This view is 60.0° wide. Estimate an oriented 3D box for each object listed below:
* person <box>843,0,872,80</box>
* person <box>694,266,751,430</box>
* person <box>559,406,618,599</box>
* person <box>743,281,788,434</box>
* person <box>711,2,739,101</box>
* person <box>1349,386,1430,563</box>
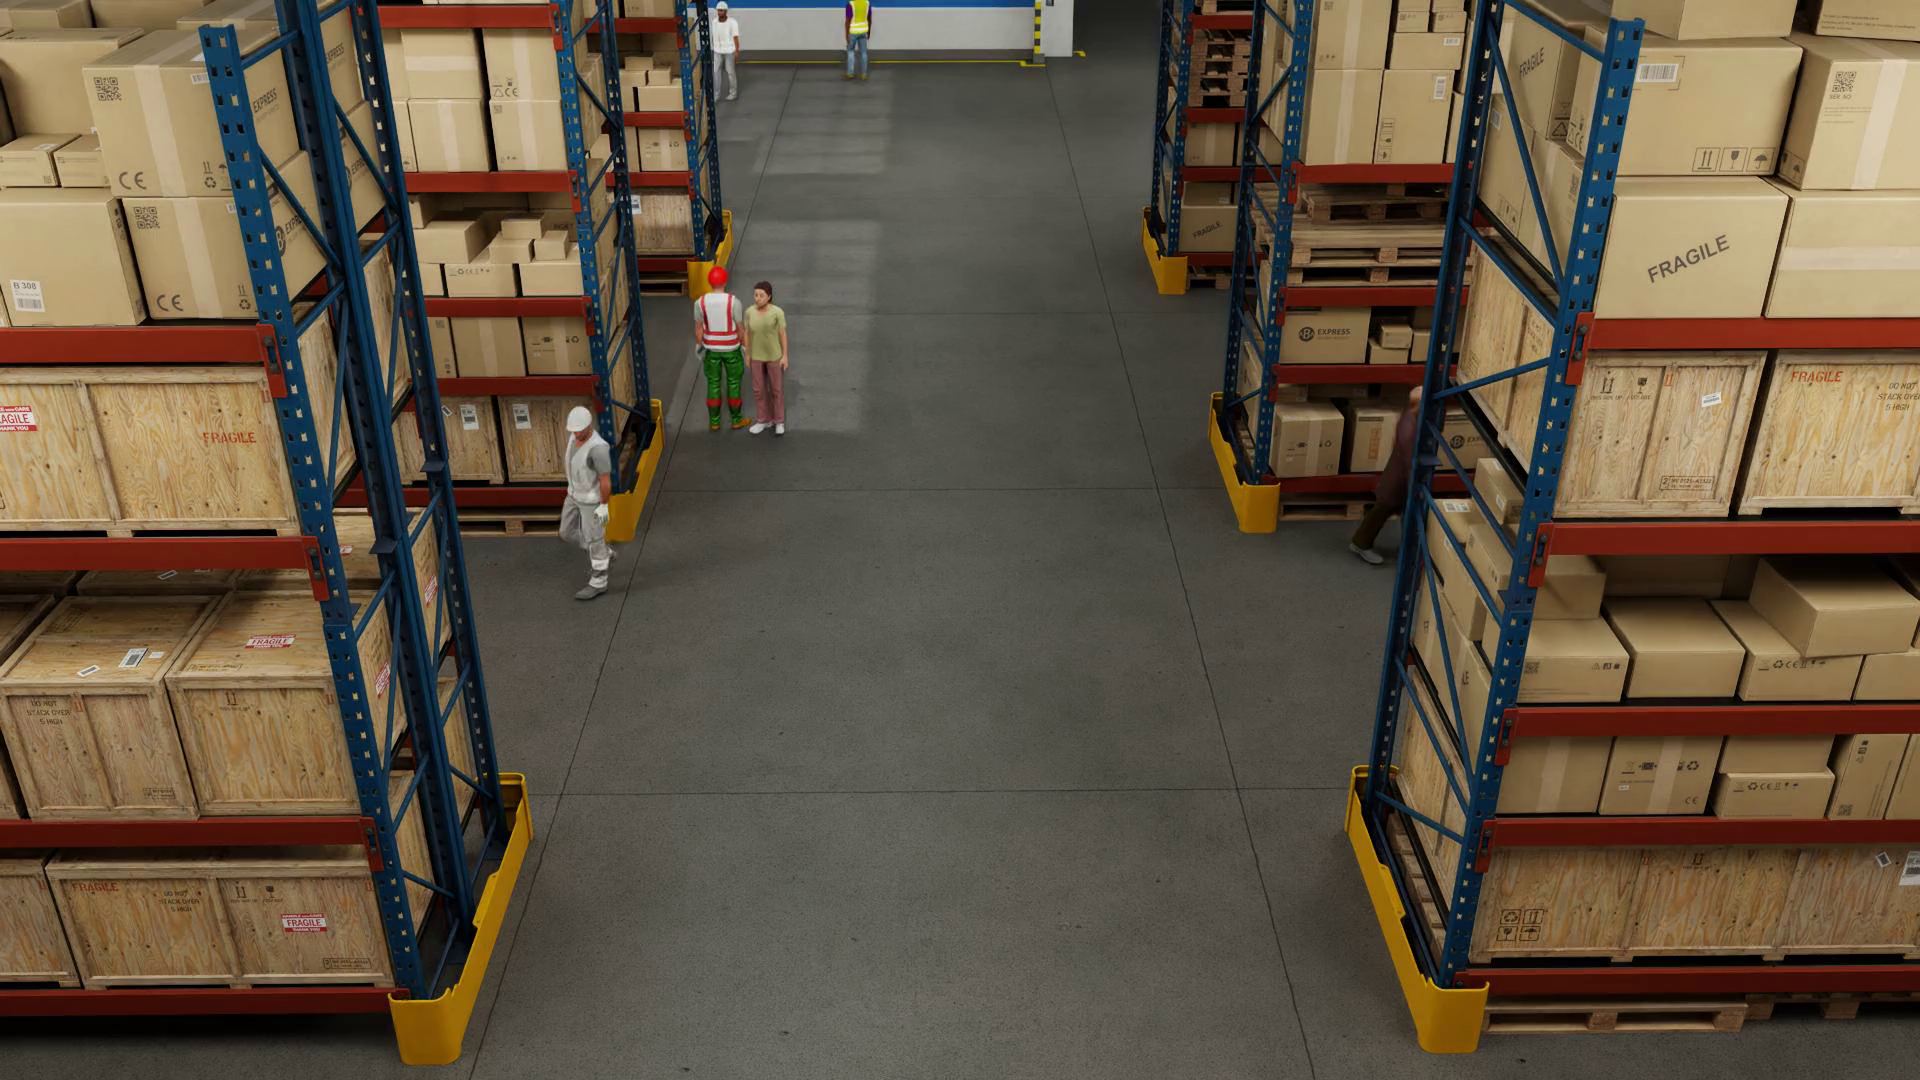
[{"bbox_3d":[-2.017,-9.869,32.252,0.577,1.764,0.593,-14,31,-24],"label":"person"},{"bbox_3d":[-2.531,-2.037,17.670,0.579,1.808,0.332,1,28,2],"label":"person"},{"bbox_3d":[-3.246,-0.352,14.505,0.504,1.788,0.588,-22,35,-34],"label":"person"},{"bbox_3d":[-2.048,-1.923,17.553,0.462,1.679,0.328,2,28,4],"label":"person"},{"bbox_3d":[-4.372,-8.943,30.520,0.592,1.757,0.691,9,30,16],"label":"person"},{"bbox_3d":[4.018,-0.553,14.920,0.903,1.758,0.637,17,32,28],"label":"person"}]
